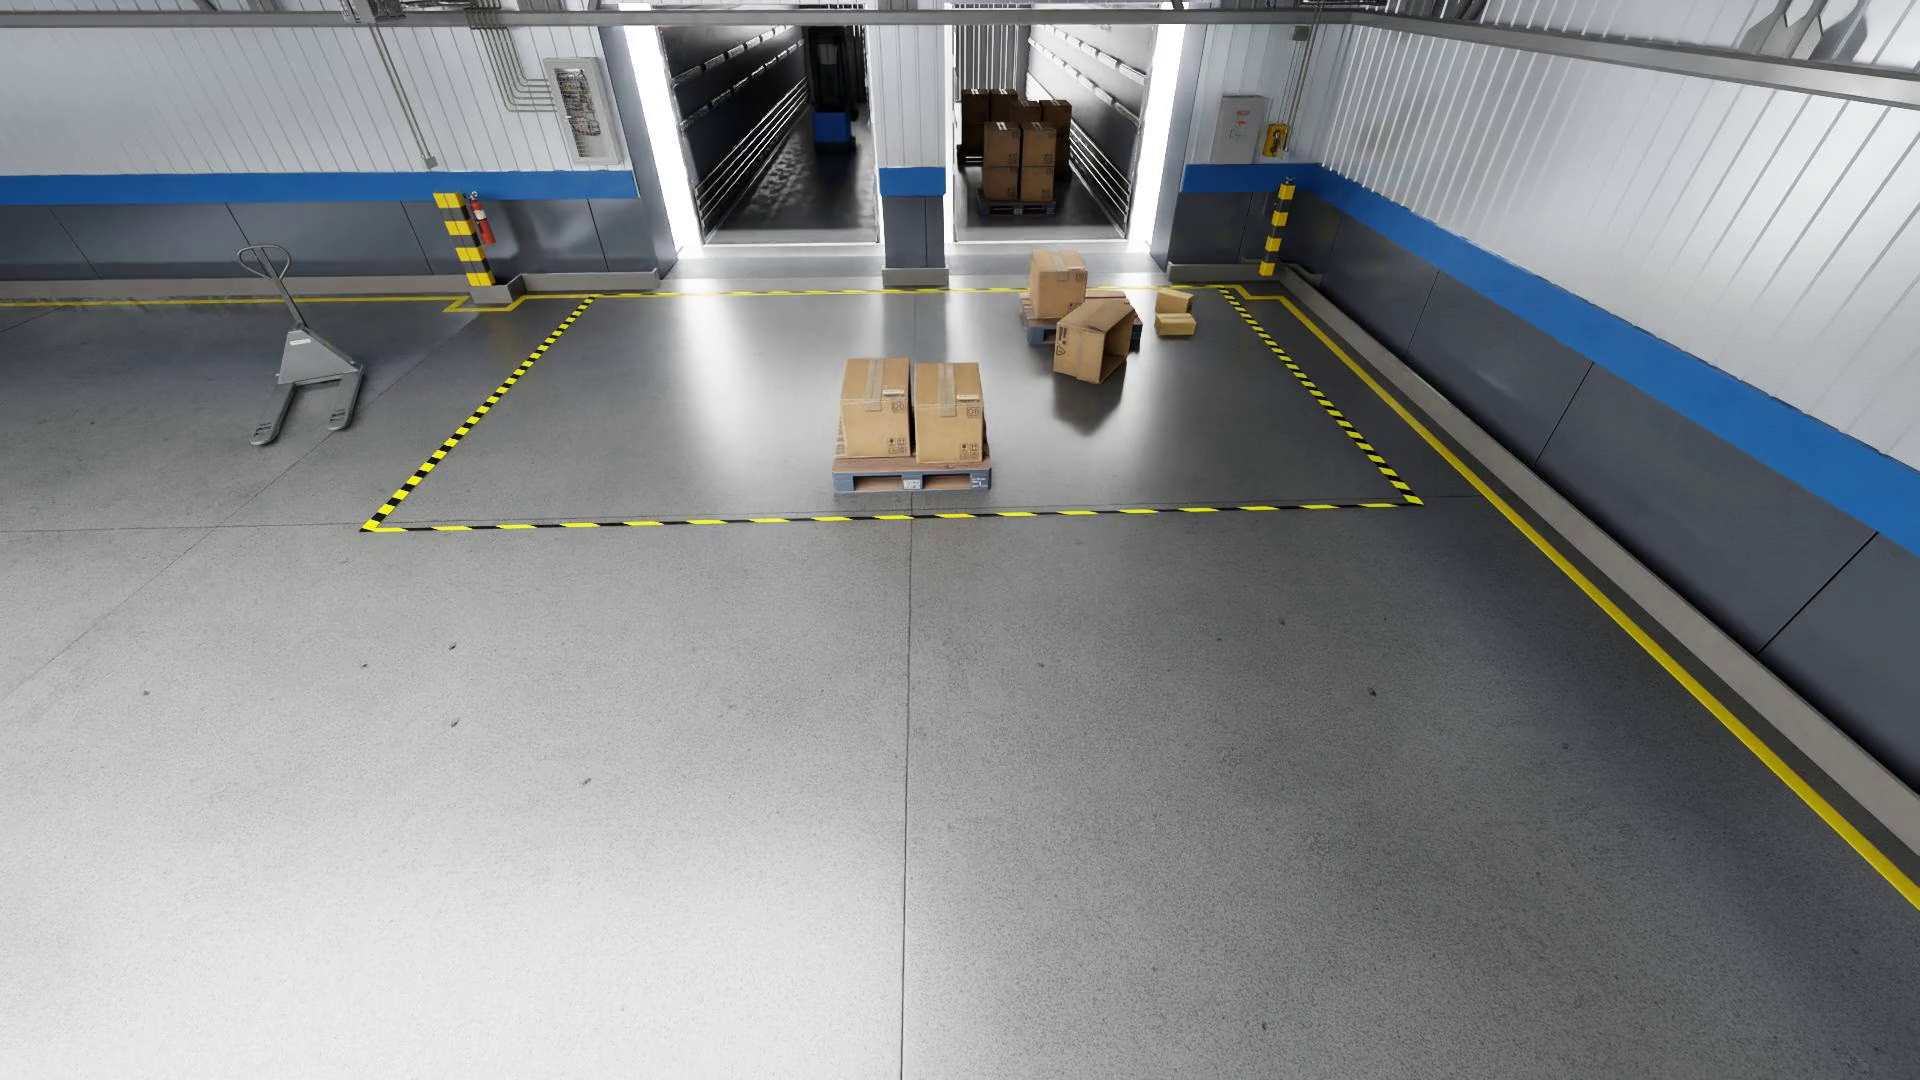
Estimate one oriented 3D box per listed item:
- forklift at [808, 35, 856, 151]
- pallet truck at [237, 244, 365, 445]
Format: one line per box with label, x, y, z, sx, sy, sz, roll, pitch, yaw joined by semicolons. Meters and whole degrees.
forklift;-2.681;-9.141;15.056;0.716;2.013;0.776;-1;38;-1
pallet truck;-5.915;-1.733;6.366;0.680;1.201;1.601;-18;42;-21
